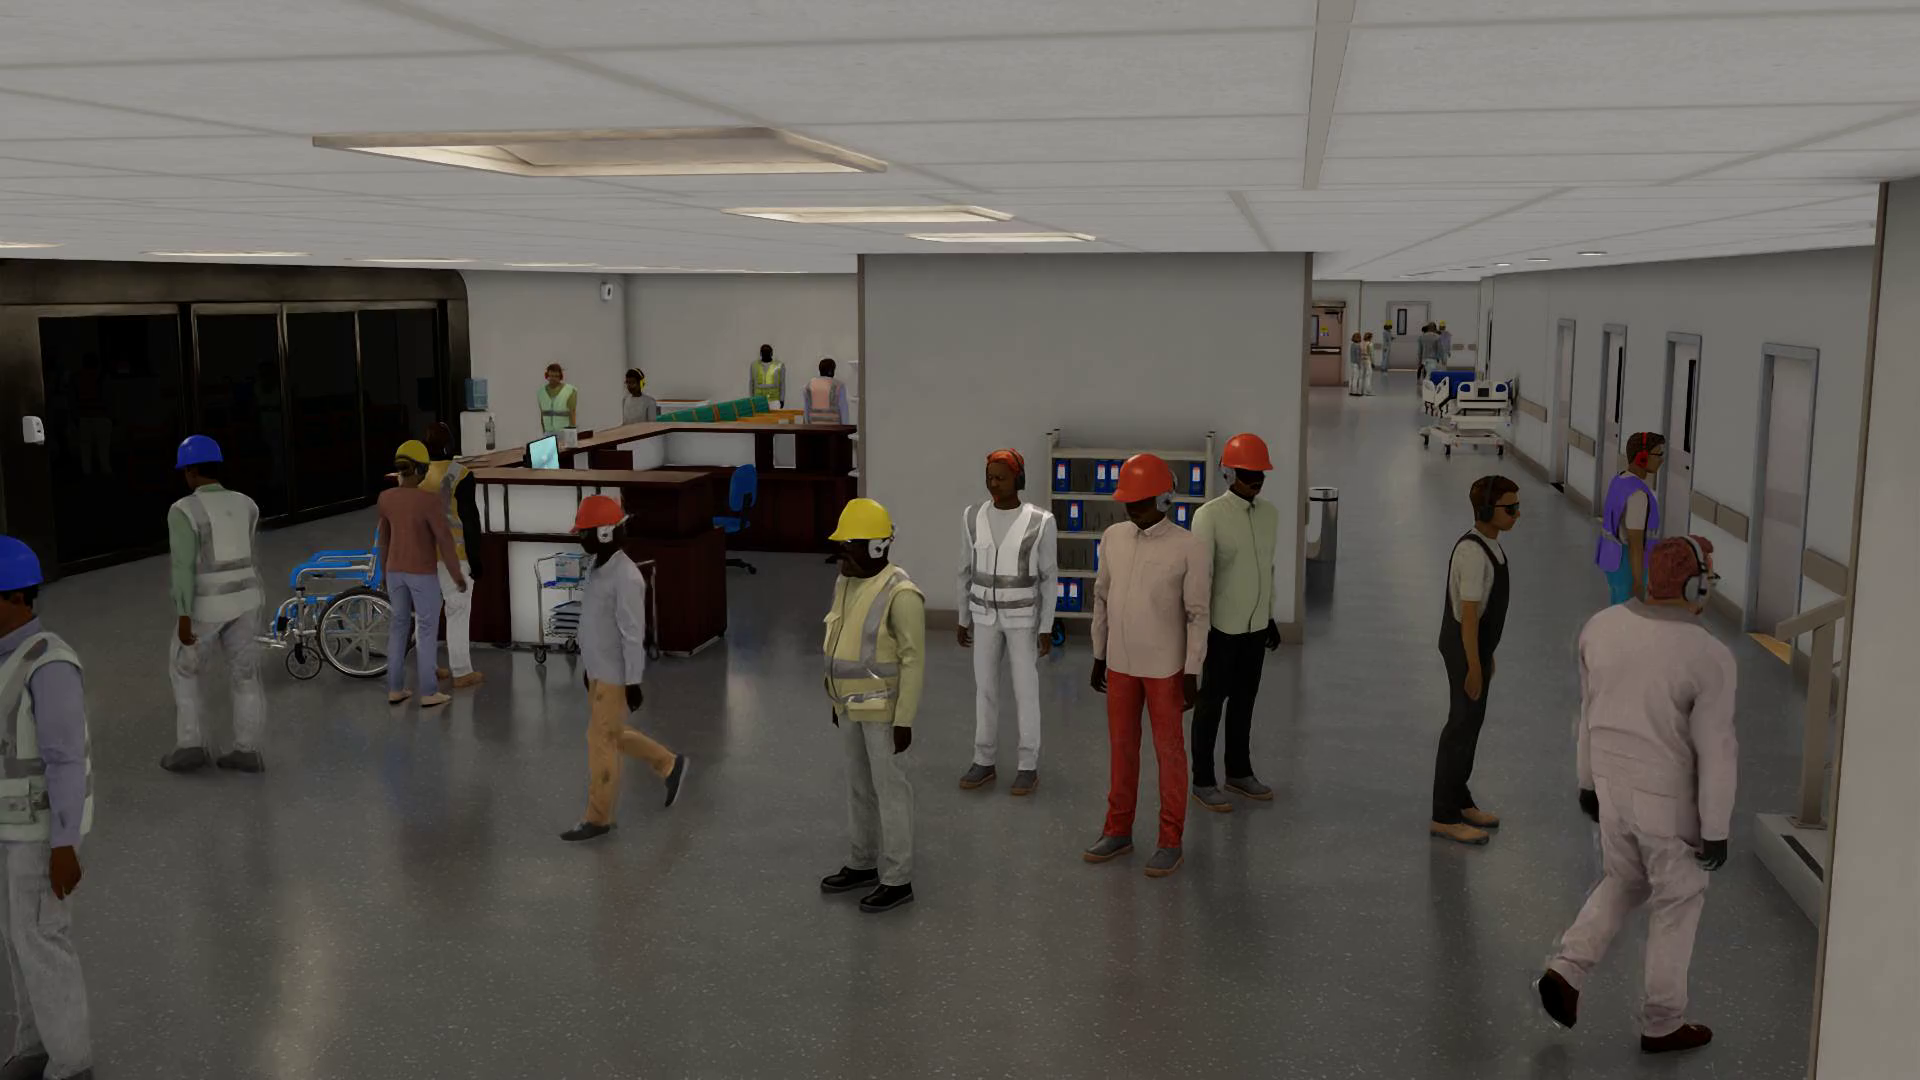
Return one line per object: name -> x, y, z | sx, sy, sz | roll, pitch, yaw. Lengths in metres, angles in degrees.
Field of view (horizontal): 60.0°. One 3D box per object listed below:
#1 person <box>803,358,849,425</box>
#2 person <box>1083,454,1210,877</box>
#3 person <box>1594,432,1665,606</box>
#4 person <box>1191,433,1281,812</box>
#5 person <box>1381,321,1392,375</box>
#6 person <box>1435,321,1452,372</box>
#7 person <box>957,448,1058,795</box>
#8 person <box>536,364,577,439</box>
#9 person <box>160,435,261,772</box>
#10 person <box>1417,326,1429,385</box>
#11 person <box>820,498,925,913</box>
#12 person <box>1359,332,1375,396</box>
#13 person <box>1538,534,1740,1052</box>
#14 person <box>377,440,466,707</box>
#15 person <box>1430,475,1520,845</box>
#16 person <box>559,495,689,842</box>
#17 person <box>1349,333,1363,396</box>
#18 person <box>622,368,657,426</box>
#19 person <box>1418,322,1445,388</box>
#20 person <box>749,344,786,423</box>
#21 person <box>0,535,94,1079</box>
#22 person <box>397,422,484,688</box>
person -> -1.738, -1.467, 21.880 | 0.636, 1.842, 0.429 | 4, 9, 23
person -> 0.866, 0.580, 7.820 | 0.611, 1.985, 0.393 | 7, 11, 38
person -> 4.320, 0.213, 10.761 | 0.392, 1.837, 0.560 | 2, 9, 11
person -> 1.475, 0.426, 8.802 | 0.619, 1.992, 0.396 | -7, 11, -37
person -> 13.716, -6.163, 53.360 | 0.295, 1.744, 0.491 | 5, 10, 29
person -> 14.364, -5.640, 49.713 | 0.624, 1.786, 0.923 | 1, 9, 5
person -> 0.243, 0.443, 9.069 | 0.582, 1.881, 0.351 | 4, 9, 25
person -> -5.206, -1.383, 21.504 | 0.564, 1.786, 0.938 | 1, 9, 8
person -> -4.280, 0.364, 9.462 | 0.695, 1.915, 0.628 | 4, 10, 27
person -> 13.368, -5.310, 47.854 | 0.540, 1.696, 0.315 | -7, 11, -37
person -> -0.403, 0.722, 7.378 | 0.404, 1.830, 0.599 | -6, 11, -36
person -> 10.510, -4.541, 42.947 | 0.311, 1.639, 0.512 | -5, 10, -28
person -> 2.438, 0.915, 5.915 | 0.551, 1.887, 0.661 | -4, 10, -26
person -> -3.563, 0.221, 10.962 | 0.588, 1.757, 0.345 | 4, 9, 23
person -> 2.572, 0.586, 8.281 | 0.357, 1.839, 0.508 | 4, 10, 26
person -> -1.703, 0.624, 8.409 | 0.696, 1.723, 0.593 | -5, 10, -31
person -> 10.165, -4.500, 42.680 | 0.282, 1.636, 0.500 | -1, 9, -8
person -> -3.627, -0.996, 18.683 | 0.519, 1.865, 0.326 | 5, 10, 29
person -> 12.049, -4.580, 42.331 | 0.874, 1.909, 0.630 | -6, 10, -33
person -> -3.234, -2.372, 27.923 | 0.629, 1.836, 0.430 | 1, 9, 4
person -> -3.127, 0.939, 5.570 | 0.625, 1.943, 0.407 | 8, 11, 42
person -> -3.558, 0.107, 11.481 | 0.618, 1.836, 0.431 | 4, 9, 24
